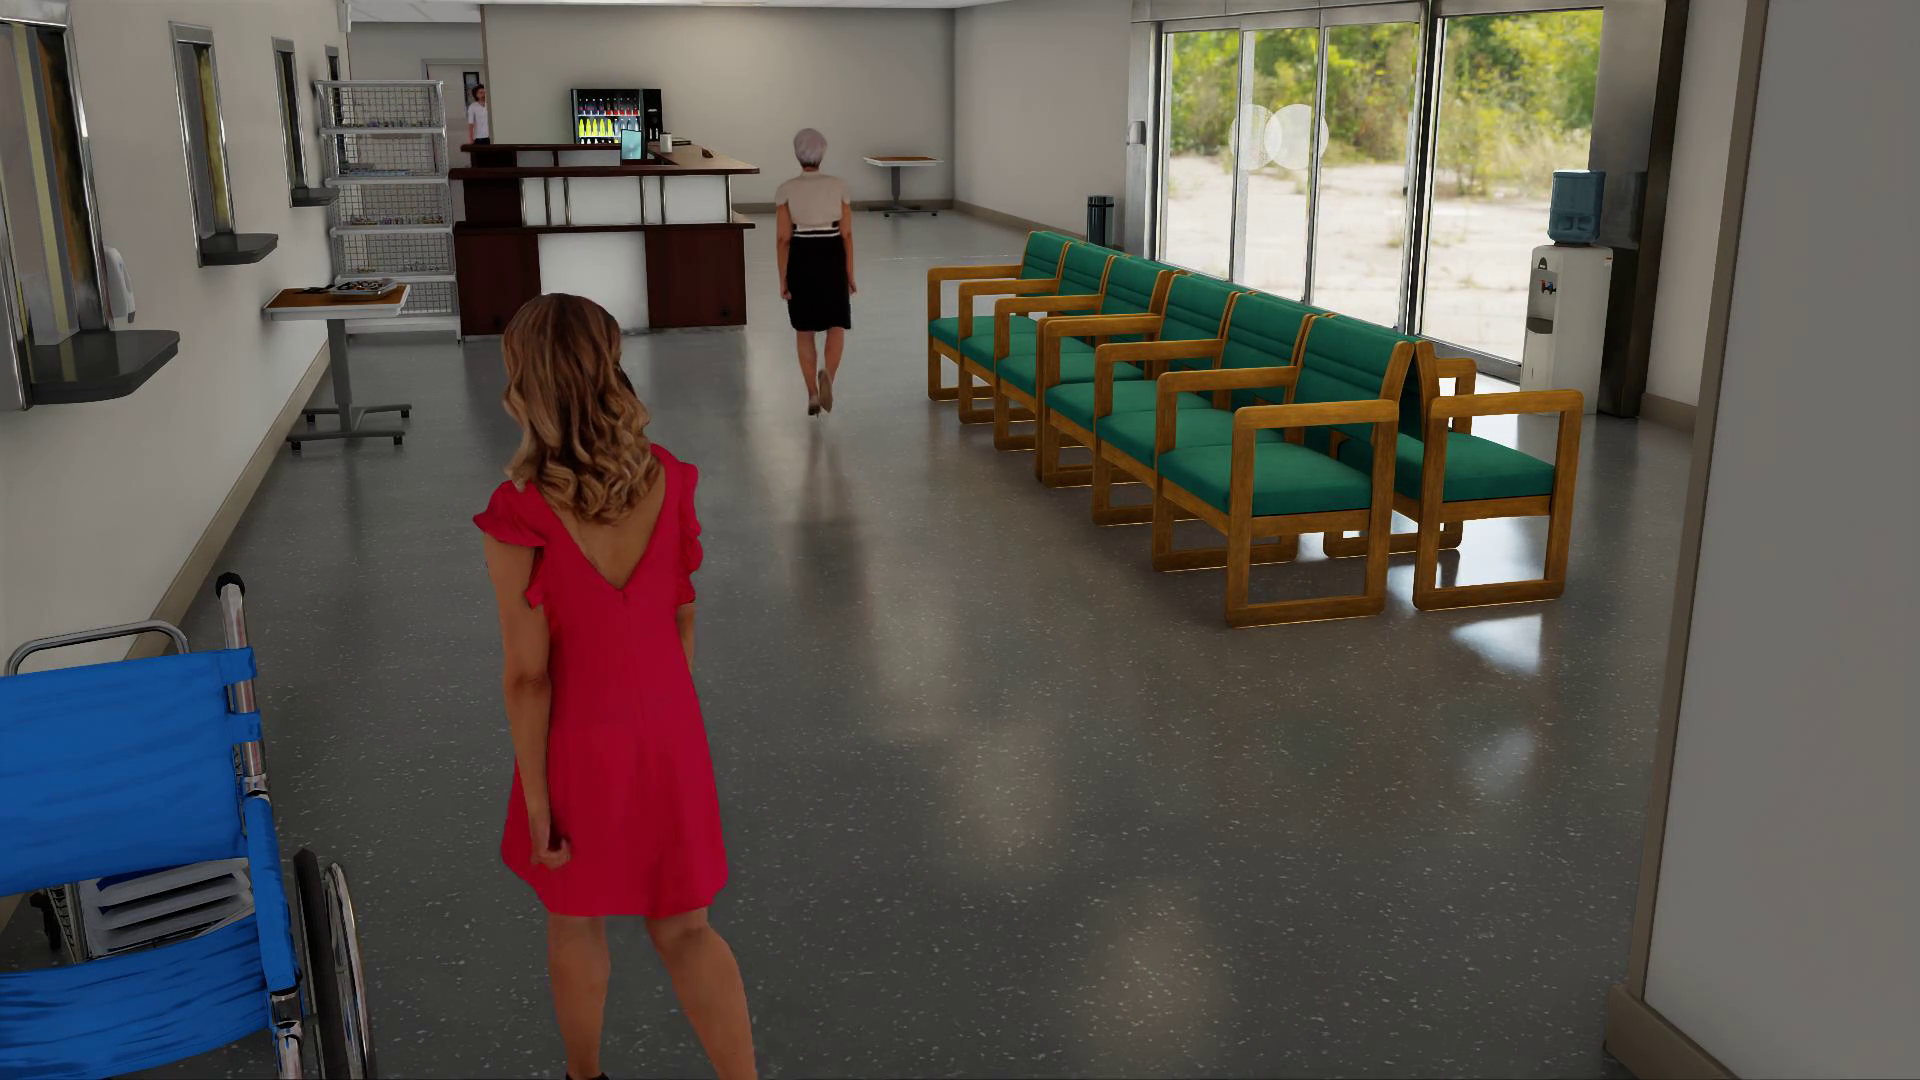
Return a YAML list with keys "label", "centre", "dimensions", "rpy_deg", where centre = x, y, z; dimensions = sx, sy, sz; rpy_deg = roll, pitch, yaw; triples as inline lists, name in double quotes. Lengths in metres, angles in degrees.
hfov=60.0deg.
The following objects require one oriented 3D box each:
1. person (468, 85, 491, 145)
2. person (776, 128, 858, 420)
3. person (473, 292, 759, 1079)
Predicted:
- label: "person"
  centre: [-8.369, -7.016, 29.134]
  dimensions: [0.989, 1.839, 0.960]
  rpy_deg: [-13, 20, -38]
- label: "person"
  centre: [-0.846, -1.542, 9.904]
  dimensions: [0.882, 1.739, 0.791]
  rpy_deg: [-1, 16, -5]
- label: "person"
  centre: [-0.564, 0.436, 2.967]
  dimensions: [1.007, 1.696, 0.851]
  rpy_deg: [-11, 19, -33]
